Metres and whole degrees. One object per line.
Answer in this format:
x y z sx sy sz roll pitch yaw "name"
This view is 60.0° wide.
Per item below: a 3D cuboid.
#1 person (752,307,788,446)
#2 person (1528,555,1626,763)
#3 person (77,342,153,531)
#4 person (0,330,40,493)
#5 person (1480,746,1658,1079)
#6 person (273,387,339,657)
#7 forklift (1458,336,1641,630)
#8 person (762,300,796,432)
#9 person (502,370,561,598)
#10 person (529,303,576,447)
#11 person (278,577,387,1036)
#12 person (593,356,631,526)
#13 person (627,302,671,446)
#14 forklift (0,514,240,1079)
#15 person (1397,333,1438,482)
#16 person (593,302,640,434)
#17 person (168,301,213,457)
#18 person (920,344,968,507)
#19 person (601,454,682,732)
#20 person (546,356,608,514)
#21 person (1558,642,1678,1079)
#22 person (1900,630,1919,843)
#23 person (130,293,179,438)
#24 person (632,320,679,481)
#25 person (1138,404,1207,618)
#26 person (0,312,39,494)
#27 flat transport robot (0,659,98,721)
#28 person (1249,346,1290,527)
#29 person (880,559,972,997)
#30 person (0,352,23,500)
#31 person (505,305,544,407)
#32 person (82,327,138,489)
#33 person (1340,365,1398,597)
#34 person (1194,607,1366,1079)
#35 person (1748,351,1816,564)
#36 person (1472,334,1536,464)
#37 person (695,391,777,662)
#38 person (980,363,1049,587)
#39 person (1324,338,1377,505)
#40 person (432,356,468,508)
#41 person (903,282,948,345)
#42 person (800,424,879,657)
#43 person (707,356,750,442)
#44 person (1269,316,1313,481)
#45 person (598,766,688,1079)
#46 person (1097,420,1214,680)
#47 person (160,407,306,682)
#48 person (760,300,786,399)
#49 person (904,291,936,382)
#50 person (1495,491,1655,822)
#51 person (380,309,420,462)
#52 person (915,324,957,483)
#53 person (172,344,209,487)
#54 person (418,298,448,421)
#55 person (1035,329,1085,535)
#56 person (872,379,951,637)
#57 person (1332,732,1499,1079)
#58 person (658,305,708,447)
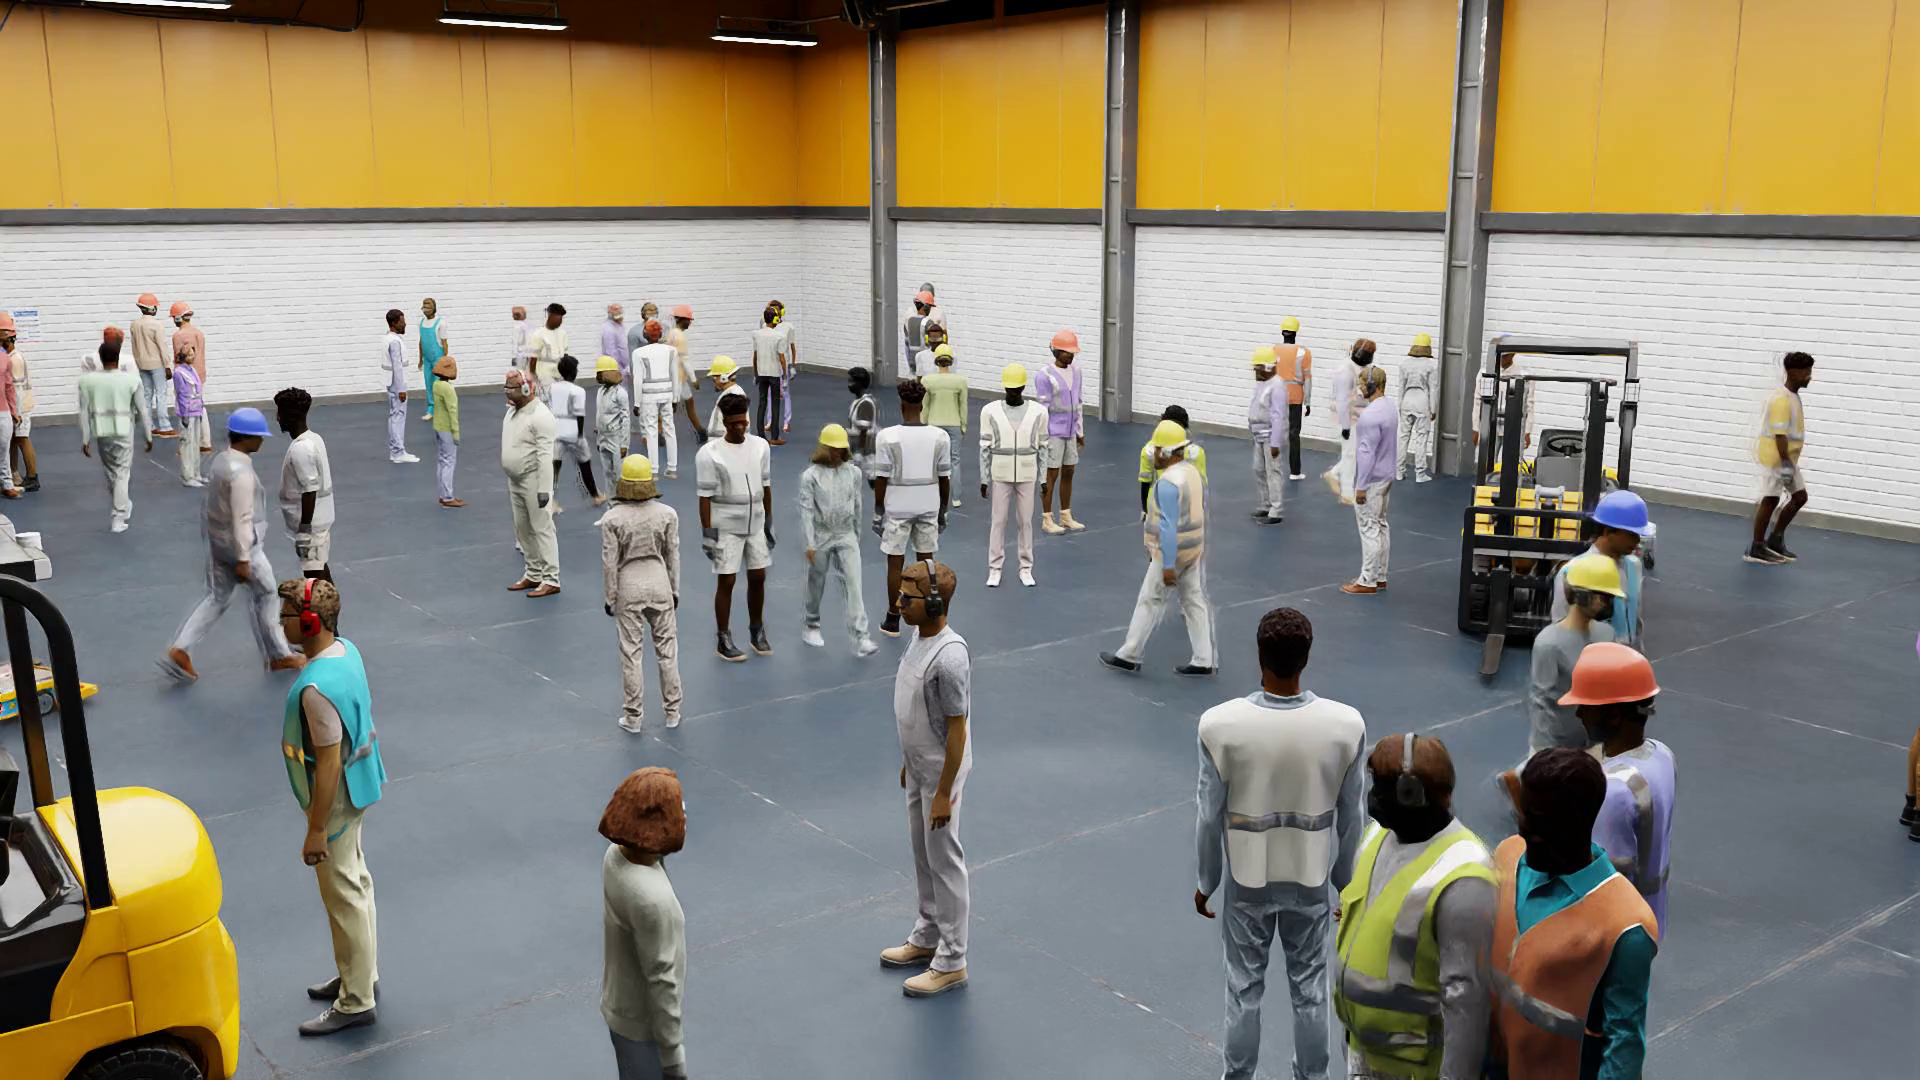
-2.534 -2.182 22.238 0.527 1.856 0.346 5 13 23 "person"
2.745 0.926 7.467 0.551 1.766 0.331 -6 13 -28 "person"
-8.492 -1.064 16.793 0.613 1.860 1.006 -3 12 -13 "person"
-10.654 -1.494 18.740 0.391 1.927 0.546 -7 14 -31 "person"
1.583 1.464 4.468 0.392 1.917 0.593 -4 12 -18 "person"
-4.728 -0.132 12.055 0.362 1.963 0.613 -3 12 -14 "person"
4.683 -0.471 13.136 1.214 2.155 2.313 4 12 20 "forklift"
-2.561 -2.449 23.478 0.521 1.873 0.336 3 12 15 "person"
-3.612 -0.473 13.880 0.399 1.900 0.650 -11 16 -43 "person"
-5.499 -2.217 22.297 0.881 1.912 0.606 5 13 22 "person"
-2.498 1.048 6.646 0.389 1.846 0.567 -3 12 -13 "person"
-3.496 -0.975 16.667 0.314 1.743 0.493 -11 16 -43 "person"
-4.118 -2.216 22.218 0.639 1.928 0.374 -9 15 -36 "person"
-3.687 1.115 5.480 2.313 2.155 1.214 -9 15 -36 "forklift"
5.363 -1.552 19.477 0.486 1.736 0.325 10 15 40 "person"
-4.775 -2.343 22.968 0.525 1.884 0.755 -1 12 -3 "person"
-9.891 -2.061 21.336 0.410 1.980 0.630 1 12 5 "person"
-0.176 -1.215 17.796 0.515 1.759 0.335 -1 12 -7 "person"
-1.981 0.329 10.365 0.483 1.745 0.302 -5 13 -21 "person"
-4.082 -1.109 17.526 0.552 1.647 0.881 6 13 26 "person"
2.070 1.270 5.374 0.366 1.930 0.542 8 14 34 "person"
5.129 0.609 8.545 0.377 1.938 0.547 5 13 24 "person"
-11.125 -2.402 22.947 0.612 1.995 0.378 5 13 22 "person"
-3.567 -1.636 19.523 0.574 1.883 0.360 -8 14 -34 "person"
1.679 -0.224 13.141 0.541 1.700 0.316 3 12 13 "person"
-10.701 -1.532 18.666 0.408 2.036 0.611 -1 12 -7 "person"
-6.306 1.038 10.517 0.652 0.197 1.431 5 13 22 "flat transport robot"
3.118 -1.051 16.861 0.422 1.819 0.664 -1 12 -4 "person"
-0.130 0.983 6.965 0.345 1.846 0.508 -4 12 -20 "person"
-10.578 -1.373 18.116 0.359 1.937 0.635 7 14 32 "person"
-6.859 -2.883 26.180 0.677 1.613 0.524 1 12 3 "person"
-9.709 -1.519 19.052 0.565 1.841 0.839 -6 13 -26 "person"
3.450 -0.493 13.896 0.379 1.931 0.635 6 13 29 "person"
1.112 1.178 5.845 0.593 1.920 0.392 0 12 -1 "person"
7.438 -0.727 14.962 0.542 1.945 0.643 9 14 36 "person"
5.512 -1.127 16.932 0.606 1.939 0.410 6 13 28 "person"
-1.596 -0.099 11.951 0.618 1.950 0.387 -10 15 -39 "person"
0.463 -0.549 14.167 0.591 1.923 0.381 0 12 -2 "person"
4.220 -1.282 17.992 0.547 1.819 0.656 9 15 36 "person"
-5.491 -1.159 17.848 0.294 1.625 0.502 -8 14 -34 "person"
-0.473 -2.845 24.976 0.689 2.000 0.538 5 13 22 "person"
-0.907 0.004 12.068 0.495 1.692 0.907 -5 13 -22 "person"
-2.203 -0.847 15.879 0.403 1.817 0.601 -1 12 -3 "person"
3.833 -1.654 19.498 0.587 1.928 0.363 5 13 24 "person"
-0.956 1.480 5.104 0.278 1.628 0.505 -5 13 -24 "person"
1.386 0.071 11.492 0.875 1.790 0.624 6 13 28 "person"
-5.017 0.044 11.375 0.927 1.906 0.663 -9 15 -38 "person"
-3.048 -3.126 27.322 0.498 1.633 0.283 5 13 22 "person"
-0.497 -2.384 22.768 0.384 2.035 0.605 -10 15 -40 "person"
3.136 0.666 8.374 0.627 1.914 0.918 -10 15 -39 "person"
-7.063 -1.929 20.855 0.378 1.915 0.598 -6 13 -26 "person"
-0.268 -1.578 19.298 0.506 1.864 0.332 0 12 0 "person"
-8.859 -1.432 19.127 0.306 1.640 0.522 -2 12 -8 "person"
-7.783 -2.661 24.595 0.515 1.837 0.337 6 13 27 "person"
1.014 -1.062 16.395 0.613 2.032 0.412 -11 16 -43 "person"
-0.366 -0.238 12.611 0.615 1.951 0.388 -5 13 -21 "person"
1.315 1.463 4.787 0.465 1.812 0.713 -3 12 -12 "person"
-3.696 -2.184 22.172 0.946 1.883 0.548 -3 12 -16 "person"
